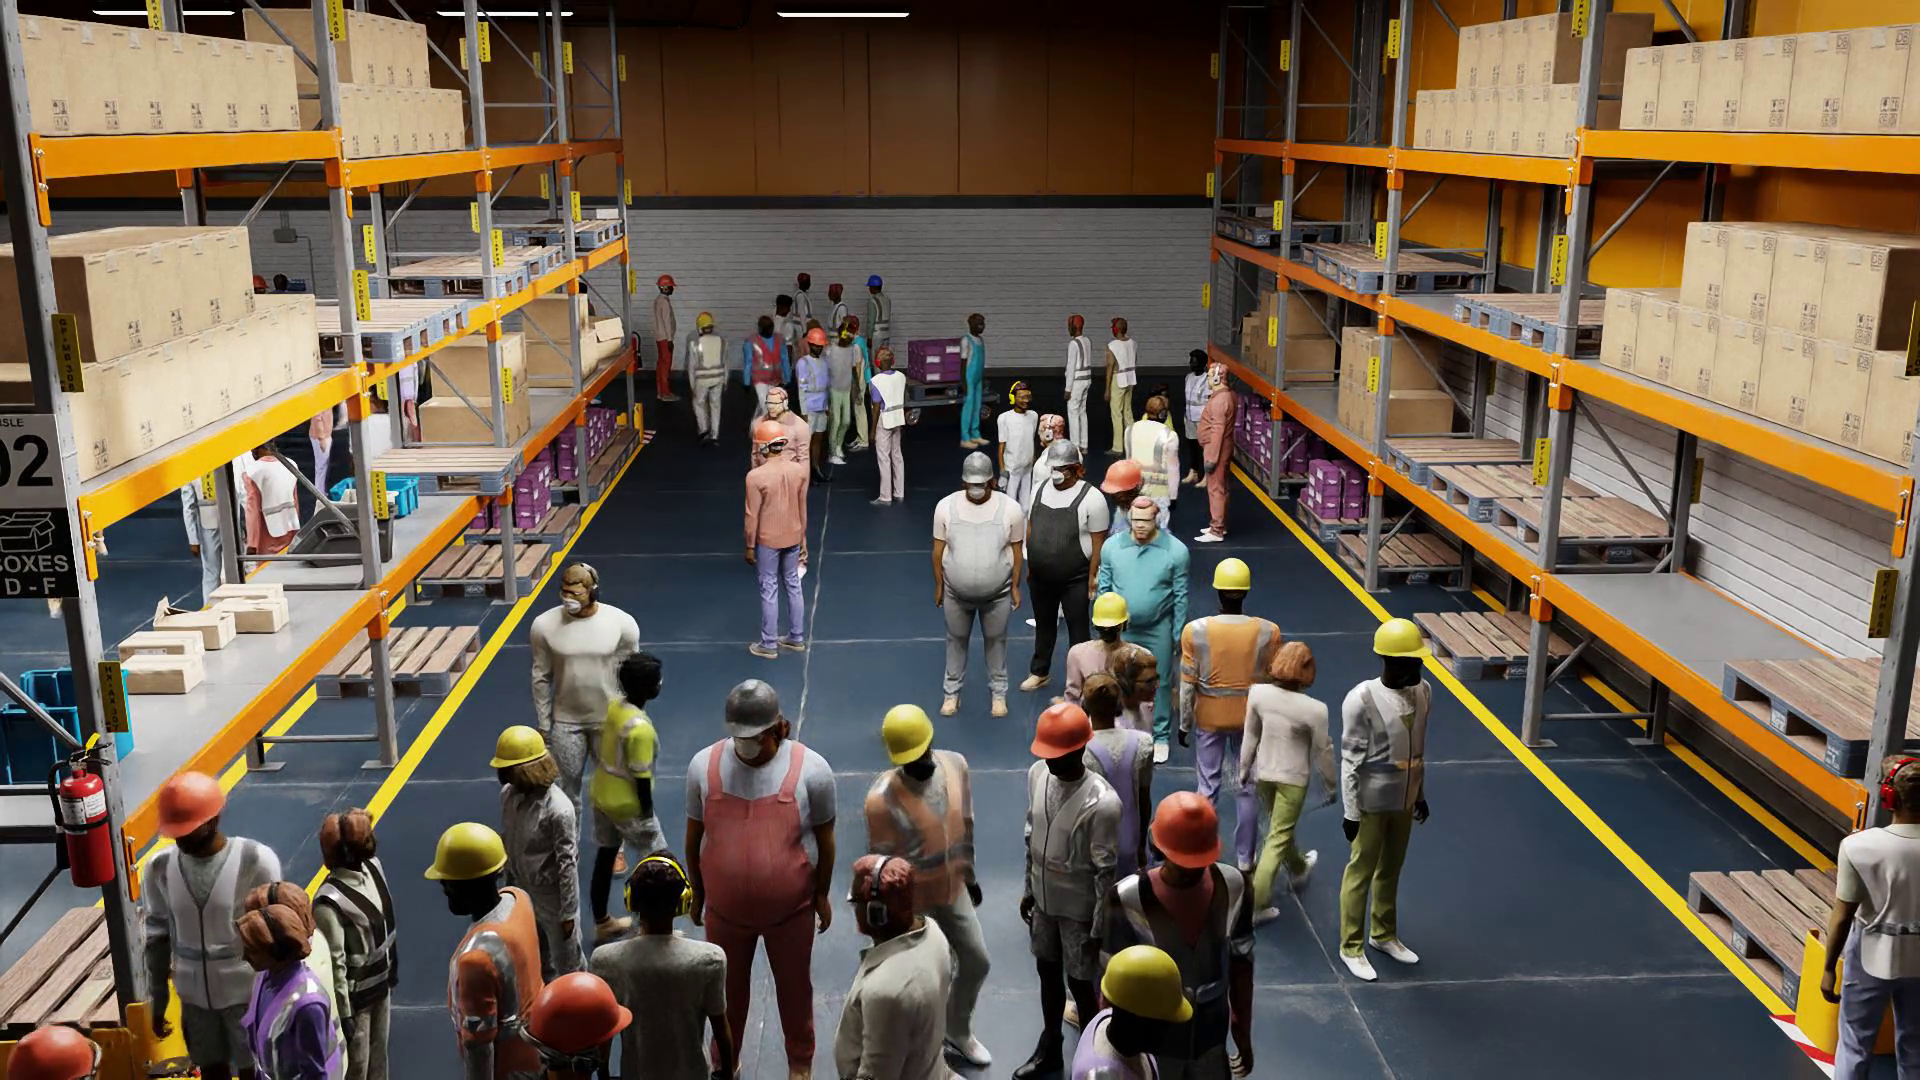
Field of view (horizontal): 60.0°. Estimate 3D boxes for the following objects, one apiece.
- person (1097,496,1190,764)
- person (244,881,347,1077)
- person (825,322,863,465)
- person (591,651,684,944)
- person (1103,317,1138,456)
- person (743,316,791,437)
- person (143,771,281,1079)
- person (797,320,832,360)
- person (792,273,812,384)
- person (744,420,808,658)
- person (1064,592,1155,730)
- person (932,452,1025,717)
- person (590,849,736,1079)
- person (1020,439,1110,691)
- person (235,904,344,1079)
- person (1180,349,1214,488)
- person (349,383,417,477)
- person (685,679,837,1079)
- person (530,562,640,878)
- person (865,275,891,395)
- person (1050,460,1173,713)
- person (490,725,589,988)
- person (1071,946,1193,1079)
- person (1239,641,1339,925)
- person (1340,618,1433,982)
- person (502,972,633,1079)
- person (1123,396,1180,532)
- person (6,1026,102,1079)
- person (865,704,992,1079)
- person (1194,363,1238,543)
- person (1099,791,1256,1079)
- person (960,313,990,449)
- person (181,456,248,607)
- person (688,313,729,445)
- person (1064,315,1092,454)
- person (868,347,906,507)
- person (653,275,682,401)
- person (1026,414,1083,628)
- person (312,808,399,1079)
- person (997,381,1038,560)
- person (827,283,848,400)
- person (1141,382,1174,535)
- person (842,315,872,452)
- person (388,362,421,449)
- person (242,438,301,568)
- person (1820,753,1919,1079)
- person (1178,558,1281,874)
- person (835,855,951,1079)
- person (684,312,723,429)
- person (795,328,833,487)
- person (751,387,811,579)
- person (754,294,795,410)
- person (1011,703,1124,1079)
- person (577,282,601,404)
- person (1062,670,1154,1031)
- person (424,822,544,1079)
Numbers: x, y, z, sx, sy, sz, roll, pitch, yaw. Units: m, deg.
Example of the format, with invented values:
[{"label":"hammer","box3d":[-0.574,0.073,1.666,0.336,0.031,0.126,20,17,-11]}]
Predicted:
[{"label":"person","box3d":[1.261,0.619,11.583,0.648,1.899,0.399,5,15,18]},{"label":"person","box3d":[-2.518,2.071,6.407,0.318,1.631,0.518,-2,14,-8]},{"label":"person","box3d":[-1.592,-1.941,21.785,0.581,1.830,0.620,-13,19,-41]},{"label":"person","box3d":[-1.757,1.408,8.930,0.484,1.666,0.539,-8,17,-30]},{"label":"person","box3d":[2.147,-2.030,22.105,0.386,1.838,0.566,14,20,43]},{"label":"person","box3d":[-2.666,-2.198,22.884,0.649,1.787,0.943,-12,18,-39]},{"label":"person","box3d":[-3.006,1.840,6.765,0.577,1.924,0.394,0,14,0]},{"label":"person","box3d":[-2.044,-2.336,23.760,0.542,1.607,0.534,-3,15,-11]},{"label":"person","box3d":[-2.635,-3.535,27.909,0.357,1.885,0.573,-2,14,-10]},{"label":"person","box3d":[-1.541,-0.010,13.876,0.614,1.987,0.408,-14,20,-43]},{"label":"person","box3d":[0.865,1.156,9.730,0.533,1.768,0.311,2,14,9]},{"label":"person","box3d":[0.129,0.335,12.405,0.689,2.000,0.537,1,14,4]},{"label":"person","box3d":[-1.080,2.022,6.124,0.532,1.870,0.316,-1,14,-5]},{"label":"person","box3d":[0.769,0.222,12.848,0.676,2.000,0.536,9,17,31]},{"label":"person","box3d":[-2.474,2.115,6.234,0.321,1.631,0.527,-12,19,-39]},{"label":"person","box3d":[2.908,-1.481,20.242,0.321,1.690,0.537,-9,17,-32]},{"label":"person","box3d":[-5.640,-0.616,16.331,0.656,1.941,0.544,-1,14,-4]},{"label":"person","box3d":[-0.907,1.588,7.486,0.688,2.000,0.536,1,14,4]},{"label":"person","box3d":[-2.180,1.057,9.778,0.629,1.937,0.377,-2,14,-6]},{"label":"person","box3d":[-1.333,-3.319,26.958,0.413,1.938,0.595,7,16,27]},{"label":"person","box3d":[1.149,0.366,12.376,1.033,1.982,0.653,0,14,2]},{"label":"person","box3d":[-1.959,1.679,7.749,0.488,1.736,0.358,11,18,37]},{"label":"person","box3d":[0.531,2.184,5.405,0.399,1.911,0.595,2,14,8]},{"label":"person","box3d":[1.887,1.331,9.378,0.851,1.584,0.530,-14,20,-43]},{"label":"person","box3d":[2.230,1.335,8.695,0.594,1.929,0.352,-9,17,-32]},{"label":"person","box3d":[-1.134,2.232,5.045,0.622,1.993,0.383,11,18,36]},{"label":"person","box3d":[1.858,-0.478,16.031,0.623,1.834,0.430,13,19,41]},{"label":"person","box3d":[-2.754,2.304,5.327,0.568,1.726,0.808,11,18,37]},{"label":"person","box3d":[-0.114,1.629,7.627,0.632,1.887,0.445,-14,20,-43]},{"label":"person","box3d":[2.707,-0.929,17.633,0.409,1.907,0.651,5,15,19]},{"label":"person","box3d":[0.834,1.893,6.320,0.613,2.031,0.410,-4,15,-14]},{"label":"person","box3d":[0.185,-2.168,22.638,0.342,1.840,0.516,9,17,31]},{"label":"person","box3d":[-6.400,-0.092,14.352,0.402,1.909,0.599,9,17,30]},{"label":"person","box3d":[-3.436,-2.180,22.720,0.607,1.817,0.410,-8,16,-27]},{"label":"person","box3d":[1.555,-2.052,22.107,0.368,1.878,0.584,7,16,26]},{"label":"person","box3d":[-0.829,-1.301,19.222,0.372,1.840,0.570,11,18,36]},{"label":"person","box3d":[-4.661,-3.211,26.416,0.396,1.993,0.618,-6,16,-23]},{"label":"person","box3d":[0.817,-0.170,14.676,0.400,1.901,0.646,9,17,32]},{"label":"person","box3d":[-2.527,1.909,7.022,0.306,1.640,0.523,1,14,3]},{"label":"person","box3d":[0.601,-0.673,16.701,0.521,1.871,0.325,-11,18,-38]},{"label":"person","box3d":[-1.911,-3.097,26.189,0.337,1.882,0.585,-4,15,-15]},{"label":"person","box3d":[2.097,-0.846,17.726,0.318,1.697,0.536,8,17,30]},{"label":"person","box3d":[-1.380,-2.115,22.440,0.394,1.836,0.561,-2,14,-8]},{"label":"person","box3d":[-7.149,-1.843,21.179,0.385,1.925,0.592,7,16,27]},{"label":"person","box3d":[-5.843,-0.052,14.195,0.404,1.908,0.600,4,15,15]},{"label":"person","box3d":[3.943,1.808,7.039,0.562,1.836,0.386,1,14,2]},{"label":"person","box3d":[1.580,1.047,9.837,0.594,1.924,0.373,0,14,0]},{"label":"person","box3d":[-0.251,2.036,6.023,0.398,1.893,0.657,3,15,12]},{"label":"person","box3d":[-3.753,-2.514,24.301,0.612,1.693,0.889,-9,17,-32]},{"label":"person","box3d":[-1.758,-1.628,20.323,0.375,1.934,0.548,9,17,30]},{"label":"person","box3d":[-1.753,-0.548,16.167,0.641,1.900,0.398,6,16,23]},{"label":"person","box3d":[-2.713,-2.619,24.243,0.627,1.930,0.645,10,17,33]},{"label":"person","box3d":[0.469,1.638,7.526,0.389,1.925,0.550,-12,18,-39]},{"label":"person","box3d":[-5.844,-3.091,26.128,0.397,1.910,0.587,-5,15,-19]},{"label":"person","box3d":[0.695,1.527,8.121,0.506,1.843,0.350,-6,15,-22]},{"label":"person","box3d":[-1.756,1.962,6.273,0.399,1.919,0.582,1,14,3]}]
